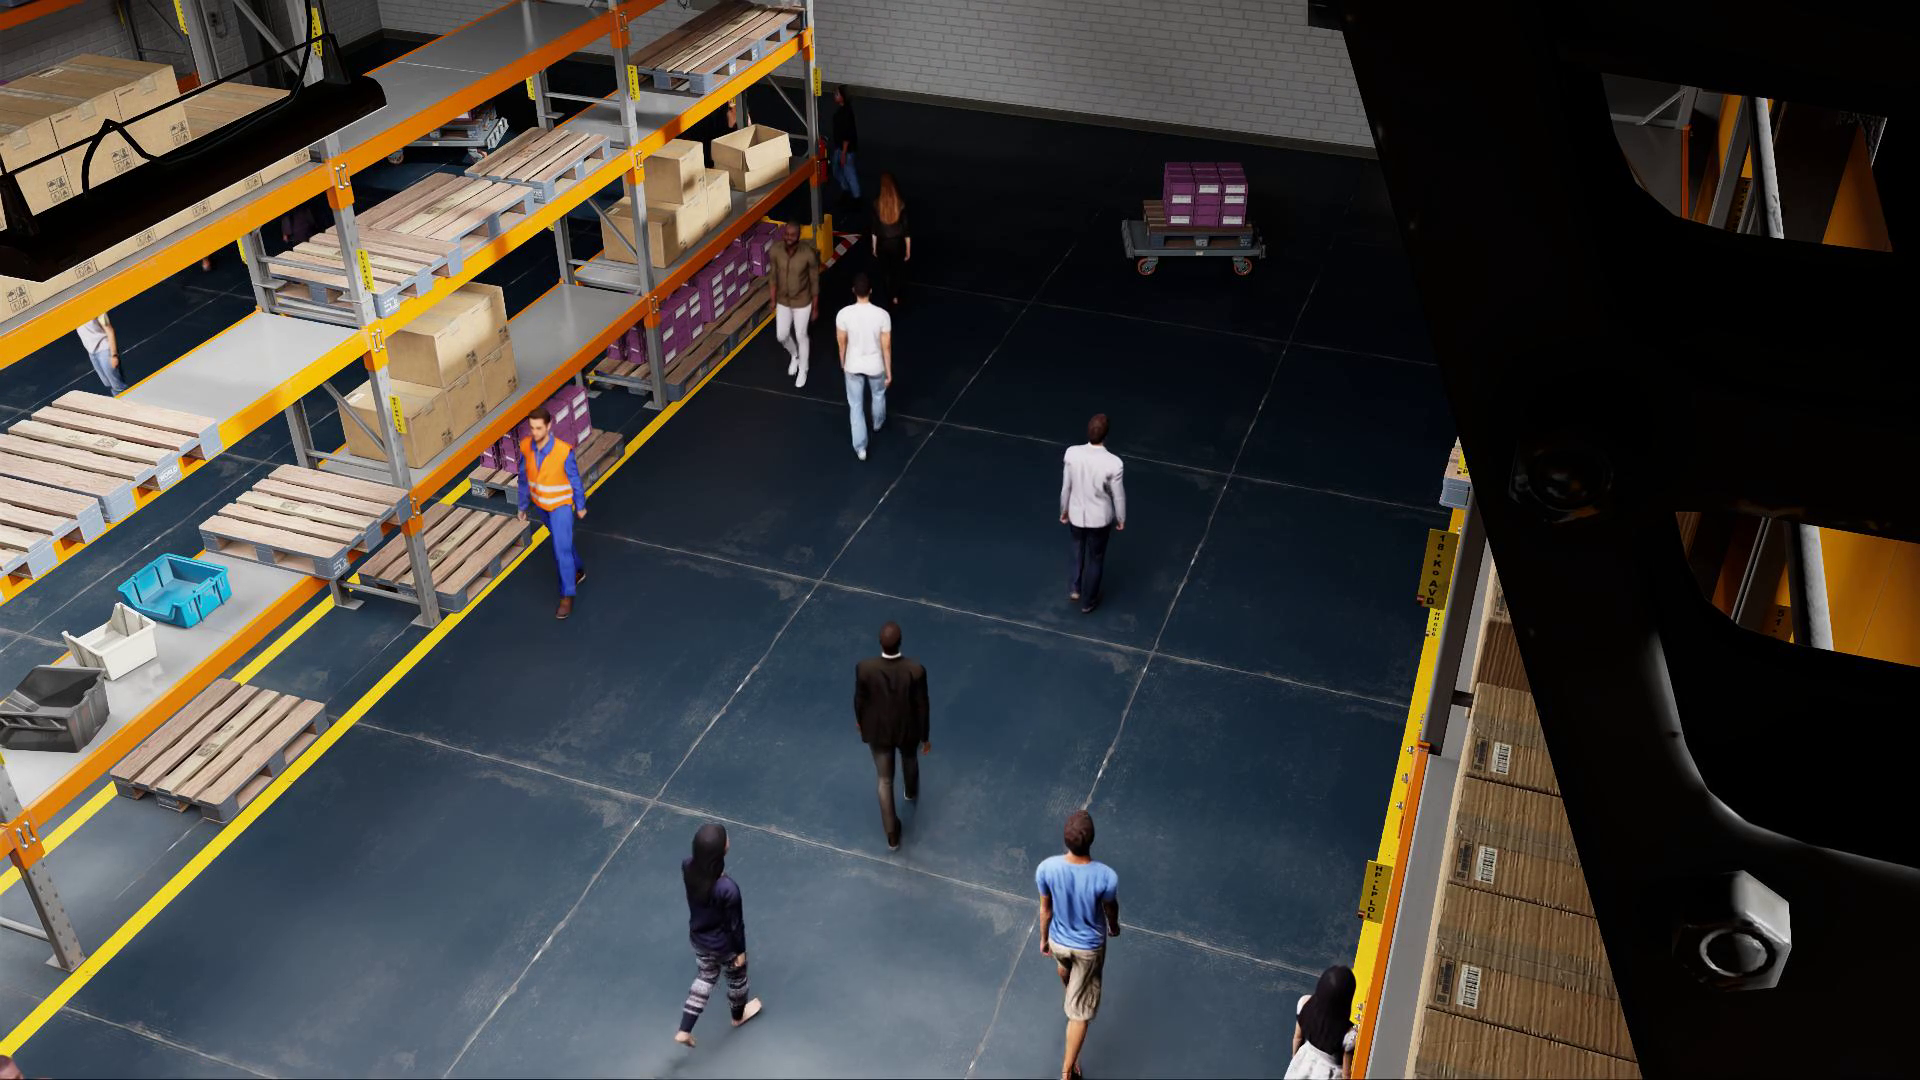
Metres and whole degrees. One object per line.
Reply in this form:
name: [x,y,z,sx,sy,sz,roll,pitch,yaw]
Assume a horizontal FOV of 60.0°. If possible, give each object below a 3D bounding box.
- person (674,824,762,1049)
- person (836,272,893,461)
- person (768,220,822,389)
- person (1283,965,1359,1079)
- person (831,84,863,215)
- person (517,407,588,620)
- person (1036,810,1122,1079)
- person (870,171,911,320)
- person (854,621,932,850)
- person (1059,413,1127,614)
person: [-1.513,2.400,9.959,0.742,1.718,0.955,23,40,31]
person: [-0.918,-1.624,15.919,0.947,1.823,1.187,-1,34,-2]
person: [-1.692,-2.494,17.240,0.755,1.810,0.682,8,35,12]
person: [1.953,2.980,9.041,0.799,1.769,0.776,-25,41,-32]
person: [-1.345,-4.933,21.025,0.778,1.682,0.695,-6,34,-9]
person: [-3.372,-0.335,13.967,0.698,1.837,0.934,10,35,15]
person: [0.684,2.429,9.817,0.626,1.828,1.207,11,35,17]
person: [-0.789,-3.214,18.427,0.734,1.694,0.928,3,34,5]
person: [-0.464,1.382,11.439,0.889,1.775,1.100,1,34,2]
person: [1.043,-0.171,13.721,0.708,1.836,0.627,14,36,20]
